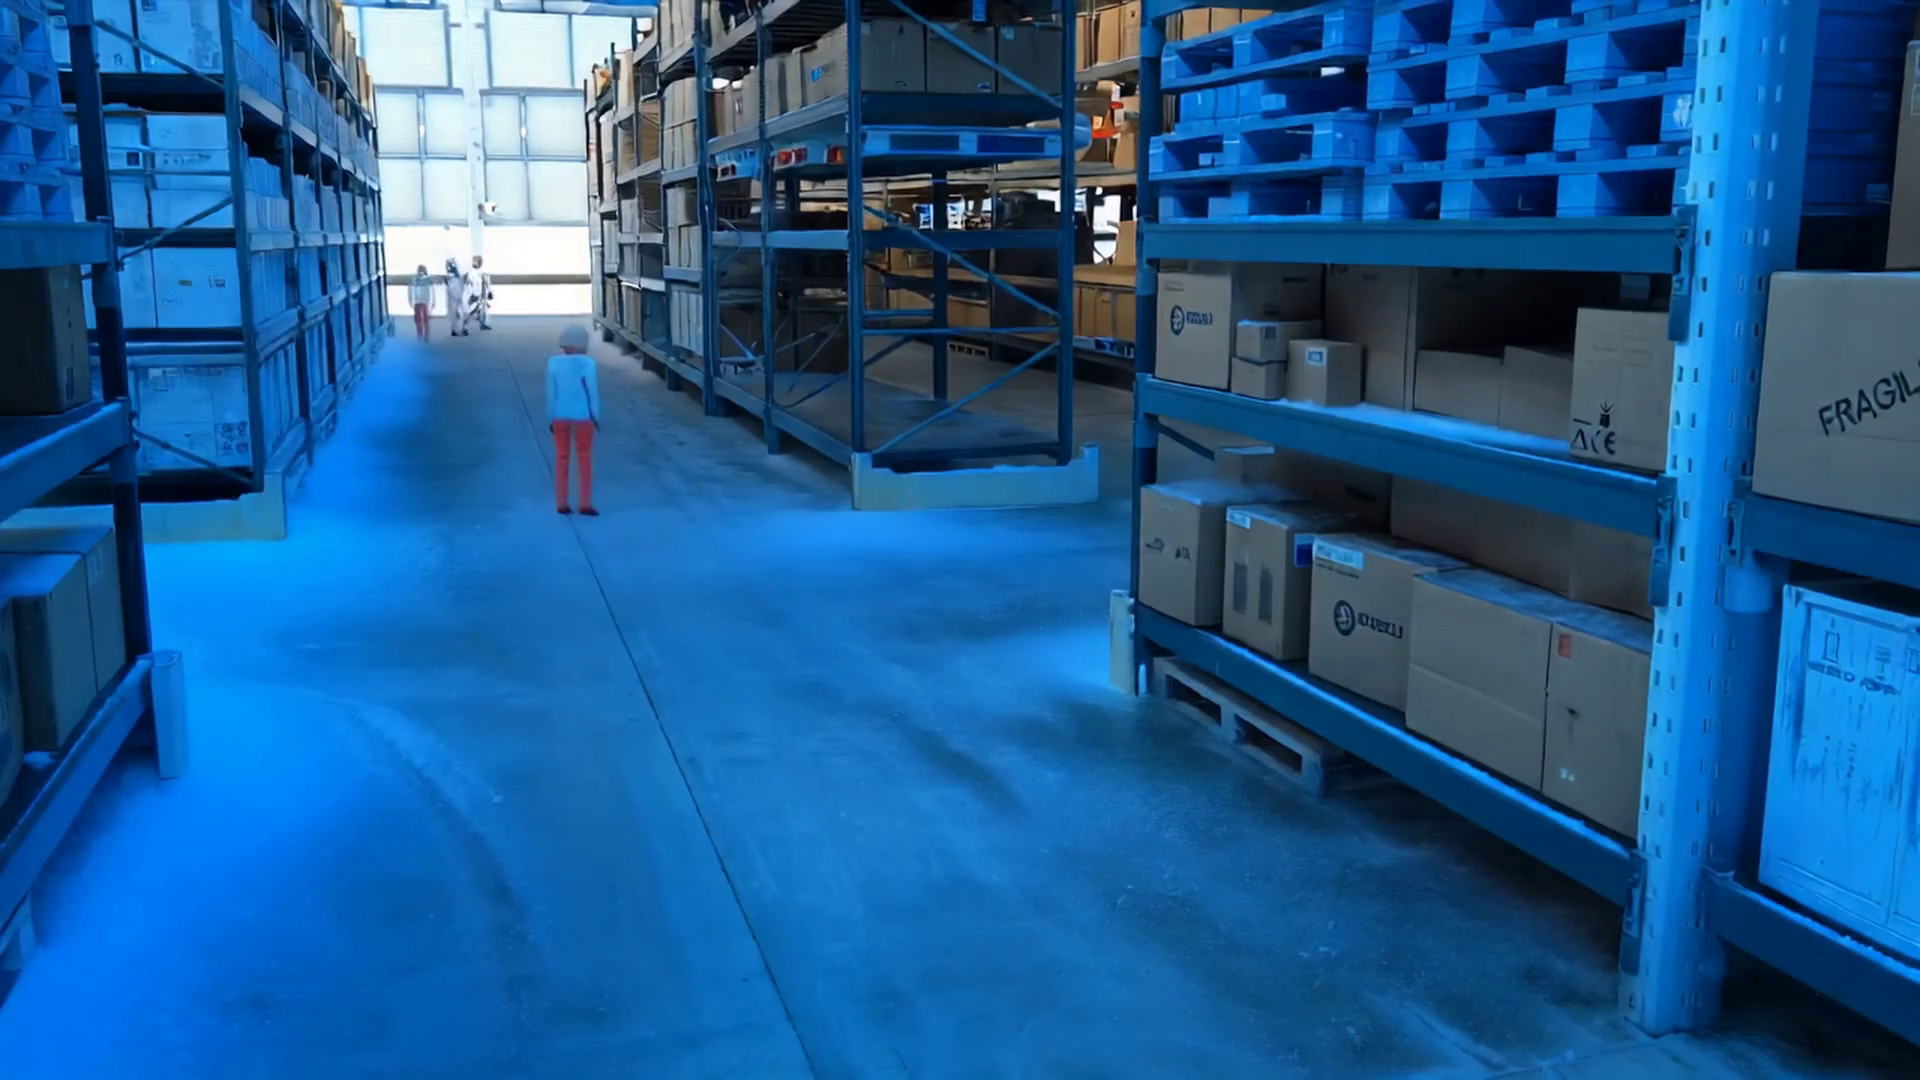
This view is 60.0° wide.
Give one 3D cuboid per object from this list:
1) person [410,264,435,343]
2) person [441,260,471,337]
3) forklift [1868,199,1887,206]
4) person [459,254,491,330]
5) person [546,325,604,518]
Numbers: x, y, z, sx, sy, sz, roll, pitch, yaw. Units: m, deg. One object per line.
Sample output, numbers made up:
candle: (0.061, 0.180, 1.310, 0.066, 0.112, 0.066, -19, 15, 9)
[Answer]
person: (-11.966, -5.274, 37.051, 0.540, 1.755, 0.460, -3, 11, -18)
person: (-11.795, -5.655, 38.994, 0.703, 1.808, 0.619, 9, 14, 40)
forklift: (11.338, -2.915, 21.052, 1.129, 2.768, 1.873, -3, 11, -17)
person: (-12.235, -6.215, 41.823, 0.746, 1.916, 0.542, 0, 10, 2)
person: (-3.246, -0.987, 13.980, 0.570, 1.629, 0.333, 4, 11, 21)
